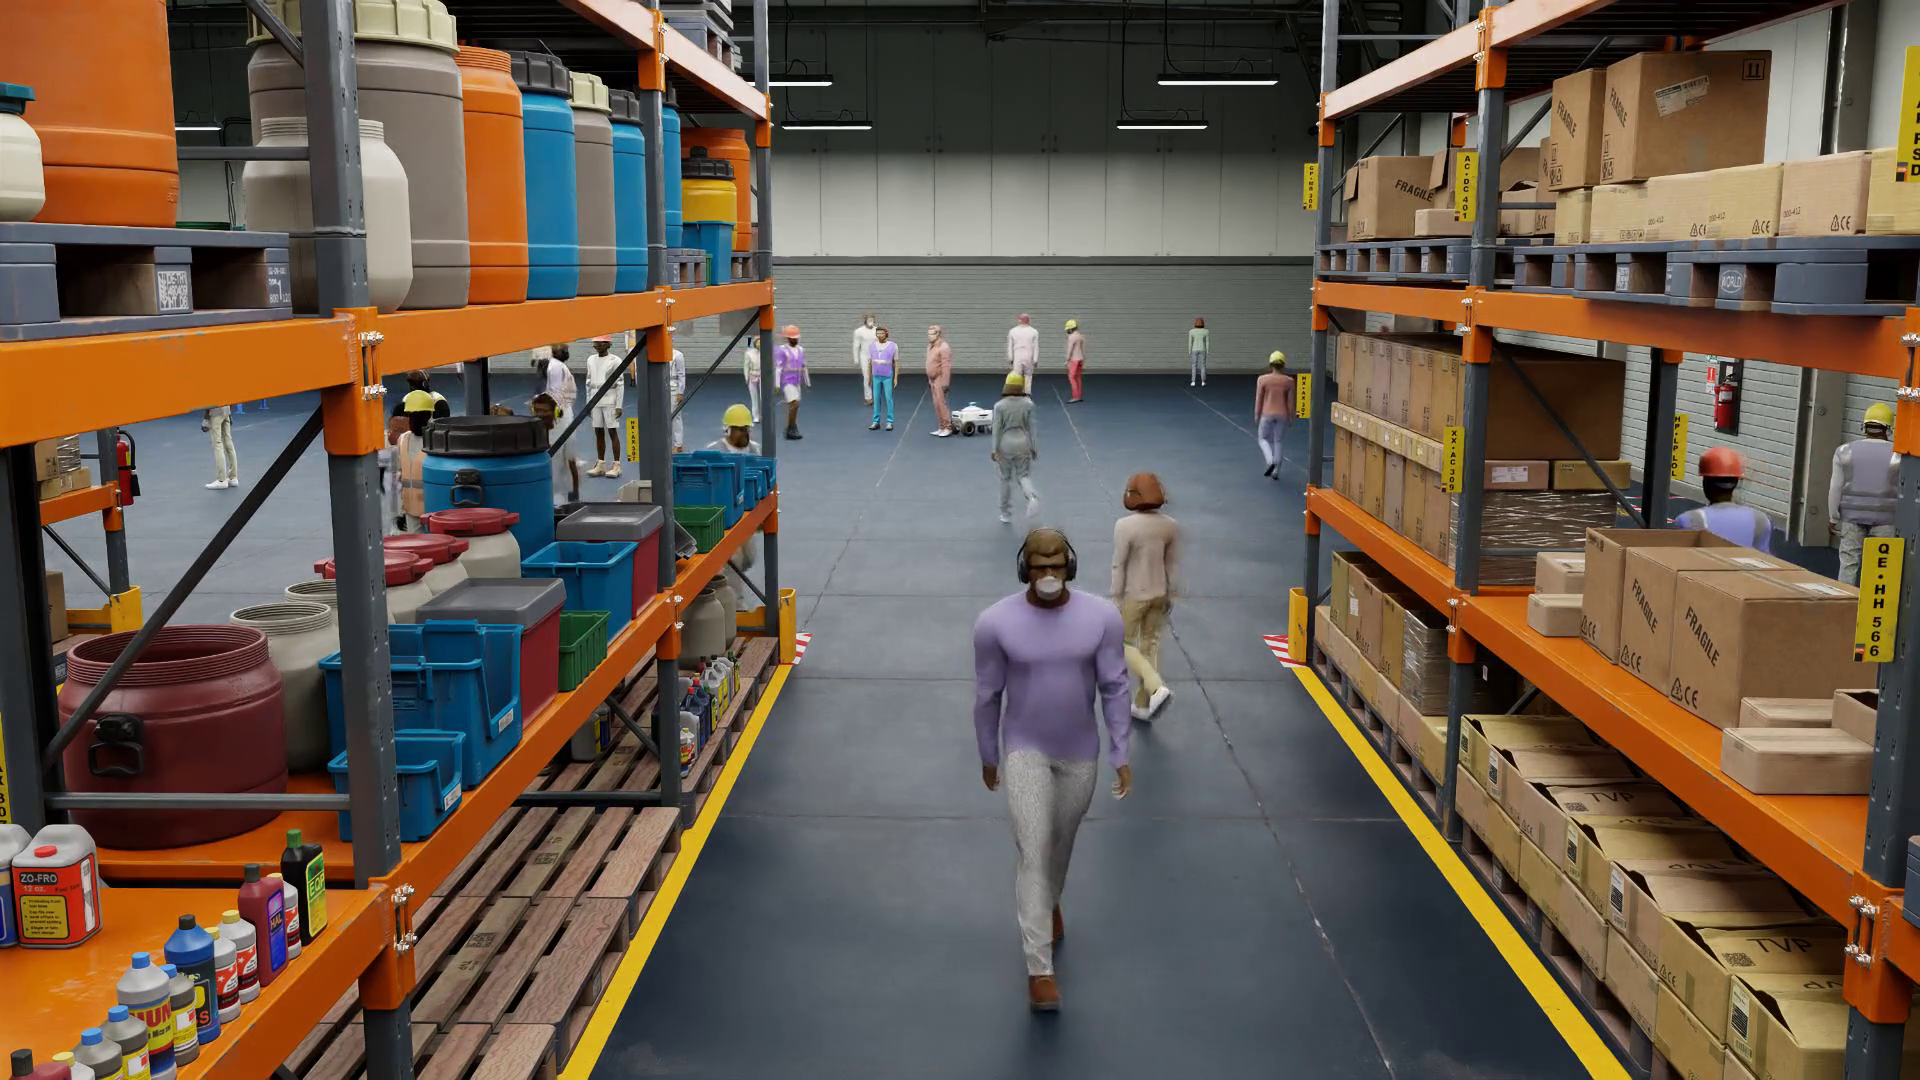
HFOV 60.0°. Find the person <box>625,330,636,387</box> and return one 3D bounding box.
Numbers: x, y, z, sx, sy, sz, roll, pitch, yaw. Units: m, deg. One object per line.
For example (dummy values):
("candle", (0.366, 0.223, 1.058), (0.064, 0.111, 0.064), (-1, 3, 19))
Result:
("person", (-7.730, -4.639, 39.740), (0.545, 1.939, 0.354), (-2, 10, -12))

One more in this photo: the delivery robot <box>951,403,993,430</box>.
("delivery robot", (0.211, -2.126, 28.667), (0.707, 0.478, 0.477), (-7, 12, -35))

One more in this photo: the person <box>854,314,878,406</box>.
("person", (-1.826, -3.717, 34.381), (0.639, 1.886, 1.013), (-5, 11, -26))

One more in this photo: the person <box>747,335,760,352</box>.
("person", (-5.146, -4.836, 41.634), (0.322, 1.698, 0.533), (6, 11, 34))

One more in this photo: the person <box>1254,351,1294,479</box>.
("person", (4.283, -1.693, 22.637), (0.545, 1.751, 0.409), (-1, 9, -4))

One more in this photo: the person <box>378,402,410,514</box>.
("person", (-5.200, -0.479, 15.671), (0.901, 1.636, 0.542), (7, 12, 35))

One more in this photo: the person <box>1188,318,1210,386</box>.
("person", (5.736, -4.516, 39.914), (0.507, 1.633, 0.276), (1, 10, 7))

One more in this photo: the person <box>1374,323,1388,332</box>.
("person", (7.345, -2.844, 29.106), (0.657, 1.897, 0.487), (8, 12, 40))

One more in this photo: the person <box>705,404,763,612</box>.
("person", (-1.892, -0.235, 13.770), (0.599, 1.810, 0.662), (-9, 13, -42))

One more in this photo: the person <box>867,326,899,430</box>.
("person", (-1.359, -2.873, 29.444), (0.570, 1.840, 0.373), (3, 10, 19))

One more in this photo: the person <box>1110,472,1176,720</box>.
("person", (1.193, 0.375, 10.637), (0.520, 1.619, 0.460), (-7, 12, -36))

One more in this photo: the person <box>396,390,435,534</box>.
("person", (-4.332, -0.250, 13.469), (0.594, 1.930, 0.354), (5, 11, 26))

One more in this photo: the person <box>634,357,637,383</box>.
("person", (-4.735, -2.273, 25.569), (0.542, 1.938, 0.357), (6, 11, 33))

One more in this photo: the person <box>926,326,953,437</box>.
("person", (-0.354, -2.703, 28.372), (0.465, 1.881, 0.654), (-4, 10, -22))

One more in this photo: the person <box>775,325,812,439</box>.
("person", (-2.751, -2.614, 27.691), (0.597, 1.905, 0.684), (8, 12, 38))

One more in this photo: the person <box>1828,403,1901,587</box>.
("person", (7.323, -0.187, 13.386), (0.600, 1.830, 0.404), (6, 11, 34))

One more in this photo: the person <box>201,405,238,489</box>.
("person", (-9.754, -1.617, 21.837), (0.327, 1.874, 0.518), (3, 10, 15))

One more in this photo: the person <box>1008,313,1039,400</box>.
("person", (1.336, -3.824, 35.021), (0.654, 1.892, 0.643), (2, 10, 12))

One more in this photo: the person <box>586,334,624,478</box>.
("person", (-4.916, -1.889, 22.939), (0.615, 2.047, 0.356), (5, 11, 27))

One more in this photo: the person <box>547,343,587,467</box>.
("person", (-5.842, -1.964, 24.077), (0.733, 1.822, 0.631), (-2, 10, -12))

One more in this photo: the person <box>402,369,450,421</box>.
("person", (-5.716, -0.909, 17.694), (0.621, 1.842, 0.429), (5, 11, 26))

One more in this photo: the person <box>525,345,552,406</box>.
("person", (-8.664, -3.792, 34.693), (0.855, 1.939, 0.622), (-4, 10, -25))

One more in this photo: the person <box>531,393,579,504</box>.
("person", (-3.634, -0.367, 14.518), (0.539, 1.819, 0.976), (2, 10, 9))

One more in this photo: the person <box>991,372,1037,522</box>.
("person", (0.634, -1.044, 18.858), (0.512, 1.719, 0.580), (-2, 10, -14))

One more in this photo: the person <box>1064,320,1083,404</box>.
("person", (2.423, -3.788, 35.271), (0.358, 1.730, 0.804), (4, 10, 23))

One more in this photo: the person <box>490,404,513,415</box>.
("person", (-3.583, -0.156, 13.165), (0.326, 1.843, 0.516), (0, 9, -3))

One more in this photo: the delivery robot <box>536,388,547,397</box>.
("delivery robot", (-7.905, -2.676, 31.961), (0.477, 0.478, 0.707), (-5, 11, -28))

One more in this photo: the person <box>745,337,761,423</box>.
("person", (-3.690, -2.923, 30.503), (0.514, 1.586, 0.913), (-2, 10, -10))

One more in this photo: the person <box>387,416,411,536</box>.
("person", (-4.806, -0.287, 14.620), (0.445, 1.615, 0.514), (1, 10, 5))

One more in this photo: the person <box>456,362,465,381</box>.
("person", (-9.379, -3.323, 31.945), (0.600, 1.907, 0.719), (-2, 10, -14))

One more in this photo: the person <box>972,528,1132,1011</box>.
("person", (0.371, 0.871, 6.914), (0.635, 1.894, 1.034), (-1, 10, -8))

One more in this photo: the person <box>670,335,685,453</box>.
("person", (-4.482, -2.271, 25.526), (0.618, 1.945, 0.395), (7, 12, 36))

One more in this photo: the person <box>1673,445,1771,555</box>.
("person", (4.278, 0.427, 9.440), (0.562, 1.923, 0.460), (-1, 10, -4))
